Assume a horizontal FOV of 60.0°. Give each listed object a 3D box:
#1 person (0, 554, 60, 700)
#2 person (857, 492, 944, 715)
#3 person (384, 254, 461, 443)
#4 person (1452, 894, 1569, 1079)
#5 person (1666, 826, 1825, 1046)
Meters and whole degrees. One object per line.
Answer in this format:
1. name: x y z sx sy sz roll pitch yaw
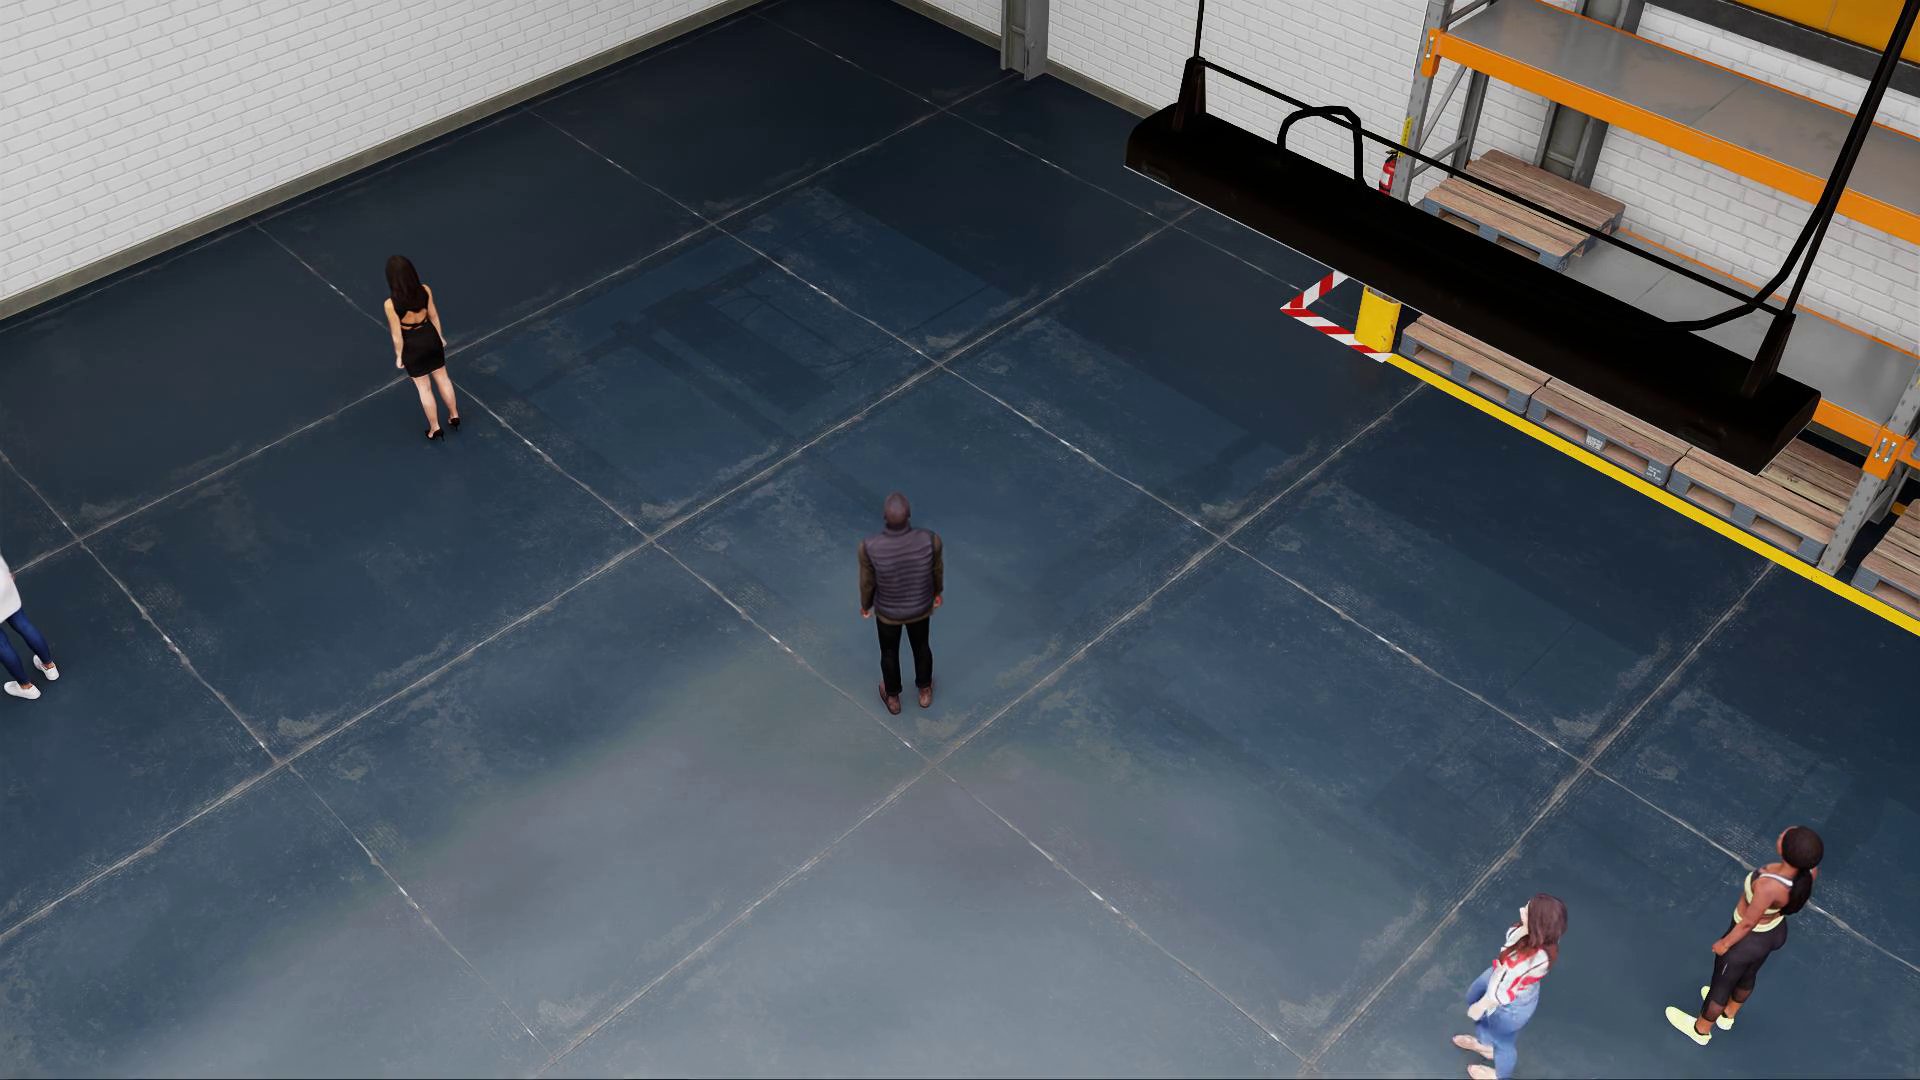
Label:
1. person: -6.276 0.336 10.688 0.626 1.775 0.670 21 47 20
2. person: -0.367 0.408 10.569 0.781 1.835 0.787 -7 44 -8
3. person: -4.097 -1.454 12.657 0.566 1.649 0.466 -34 53 -30
4. person: 2.957 2.394 8.656 0.709 1.598 0.686 18 47 18
5. person: 4.224 2.111 8.839 0.618 1.755 0.603 -20 47 -20
